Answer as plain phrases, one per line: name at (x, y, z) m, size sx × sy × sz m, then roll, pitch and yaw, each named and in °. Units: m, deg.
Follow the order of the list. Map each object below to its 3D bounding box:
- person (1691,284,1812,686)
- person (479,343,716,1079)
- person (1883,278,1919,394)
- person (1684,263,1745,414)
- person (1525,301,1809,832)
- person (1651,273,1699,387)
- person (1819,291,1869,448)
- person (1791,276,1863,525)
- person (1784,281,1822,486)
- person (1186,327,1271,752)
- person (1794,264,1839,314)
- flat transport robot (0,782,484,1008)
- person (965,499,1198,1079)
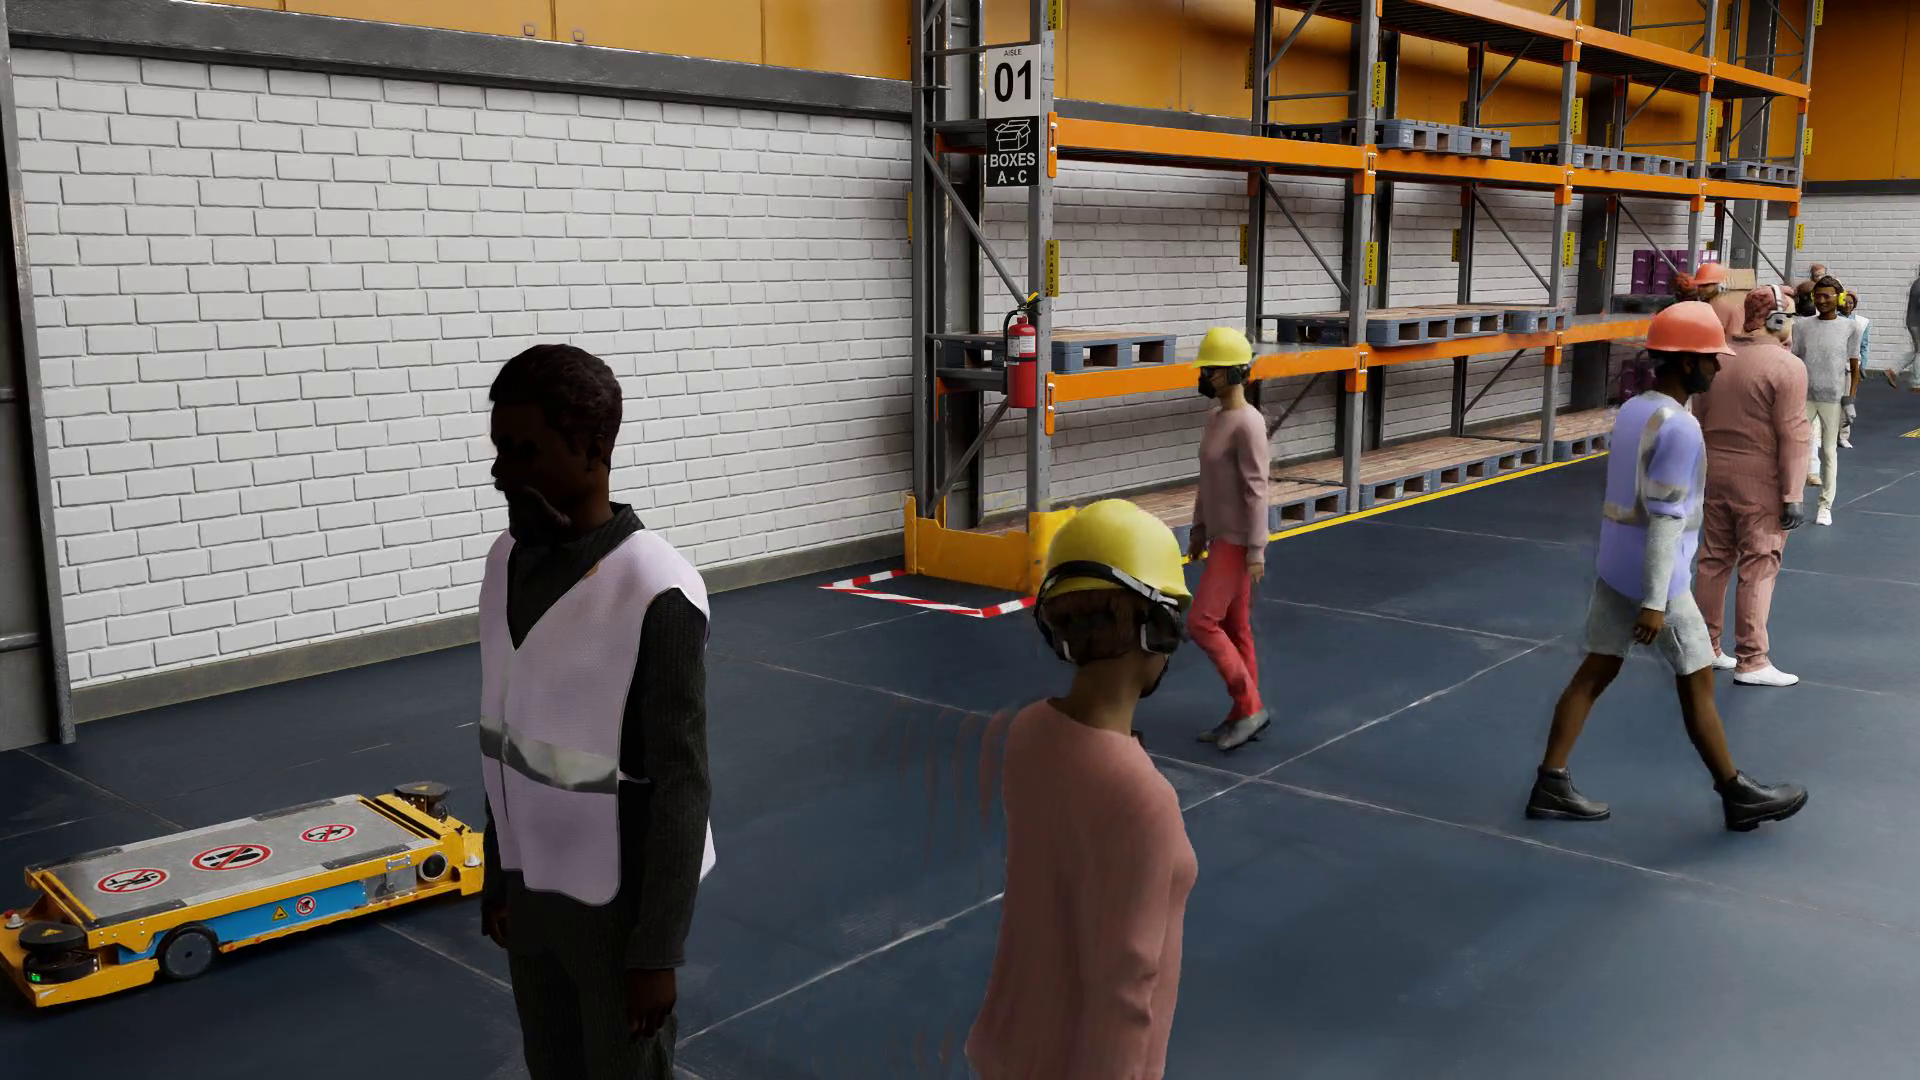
person at (3.798, -0.262, 7.961) m, size 0.403 × 1.904 × 0.651 m, roll -3°, pitch 10°, yaw -18°
person at (-0.649, 0.615, 2.932) m, size 0.593 × 1.918 × 0.391 m, roll 10°, pitch 14°, yaw 43°
person at (13.619, -3.034, 23.691) m, size 0.554 × 1.920 × 0.647 m, roll 3°, pitch 10°, yaw 17°
person at (6.432, -1.408, 14.377) m, size 1.026 × 1.938 × 0.610 m, roll -6°, pitch 12°, yaw -30°
person at (2.523, 0.110, 5.889) m, size 0.974 × 1.884 × 0.559 m, roll 0°, pitch 10°, yaw -2°
person at (6.433, -1.487, 15.108) m, size 0.437 × 1.845 × 0.691 m, roll 4°, pitch 11°, yaw 20°
person at (9.135, -1.764, 17.269) m, size 0.522 × 1.638 × 0.311 m, roll 2°, pitch 10°, yaw 10°
person at (6.471, -1.045, 12.515) m, size 0.512 × 1.872 × 0.330 m, roll 8°, pitch 13°, yaw 39°
person at (7.473, -1.411, 14.852) m, size 0.626 × 1.795 × 0.992 m, roll 2°, pitch 10°, yaw 13°
person at (1.099, 0.010, 6.843) m, size 0.404 × 1.755 × 0.525 m, roll -1°, pitch 10°, yaw -4°
person at (11.681, -2.810, 22.606) m, size 0.663 × 1.842 × 0.955 m, roll -4°, pitch 11°, yaw -20°
flat transport robot at (-2.165, 1.049, 5.147) m, size 1.431 × 0.197 × 0.652 m, roll -9°, pitch 13°, yaw -42°
person at (0.263, 0.800, 2.465) m, size 0.899 × 1.701 × 0.562 m, roll -3°, pitch 10°, yaw -16°
